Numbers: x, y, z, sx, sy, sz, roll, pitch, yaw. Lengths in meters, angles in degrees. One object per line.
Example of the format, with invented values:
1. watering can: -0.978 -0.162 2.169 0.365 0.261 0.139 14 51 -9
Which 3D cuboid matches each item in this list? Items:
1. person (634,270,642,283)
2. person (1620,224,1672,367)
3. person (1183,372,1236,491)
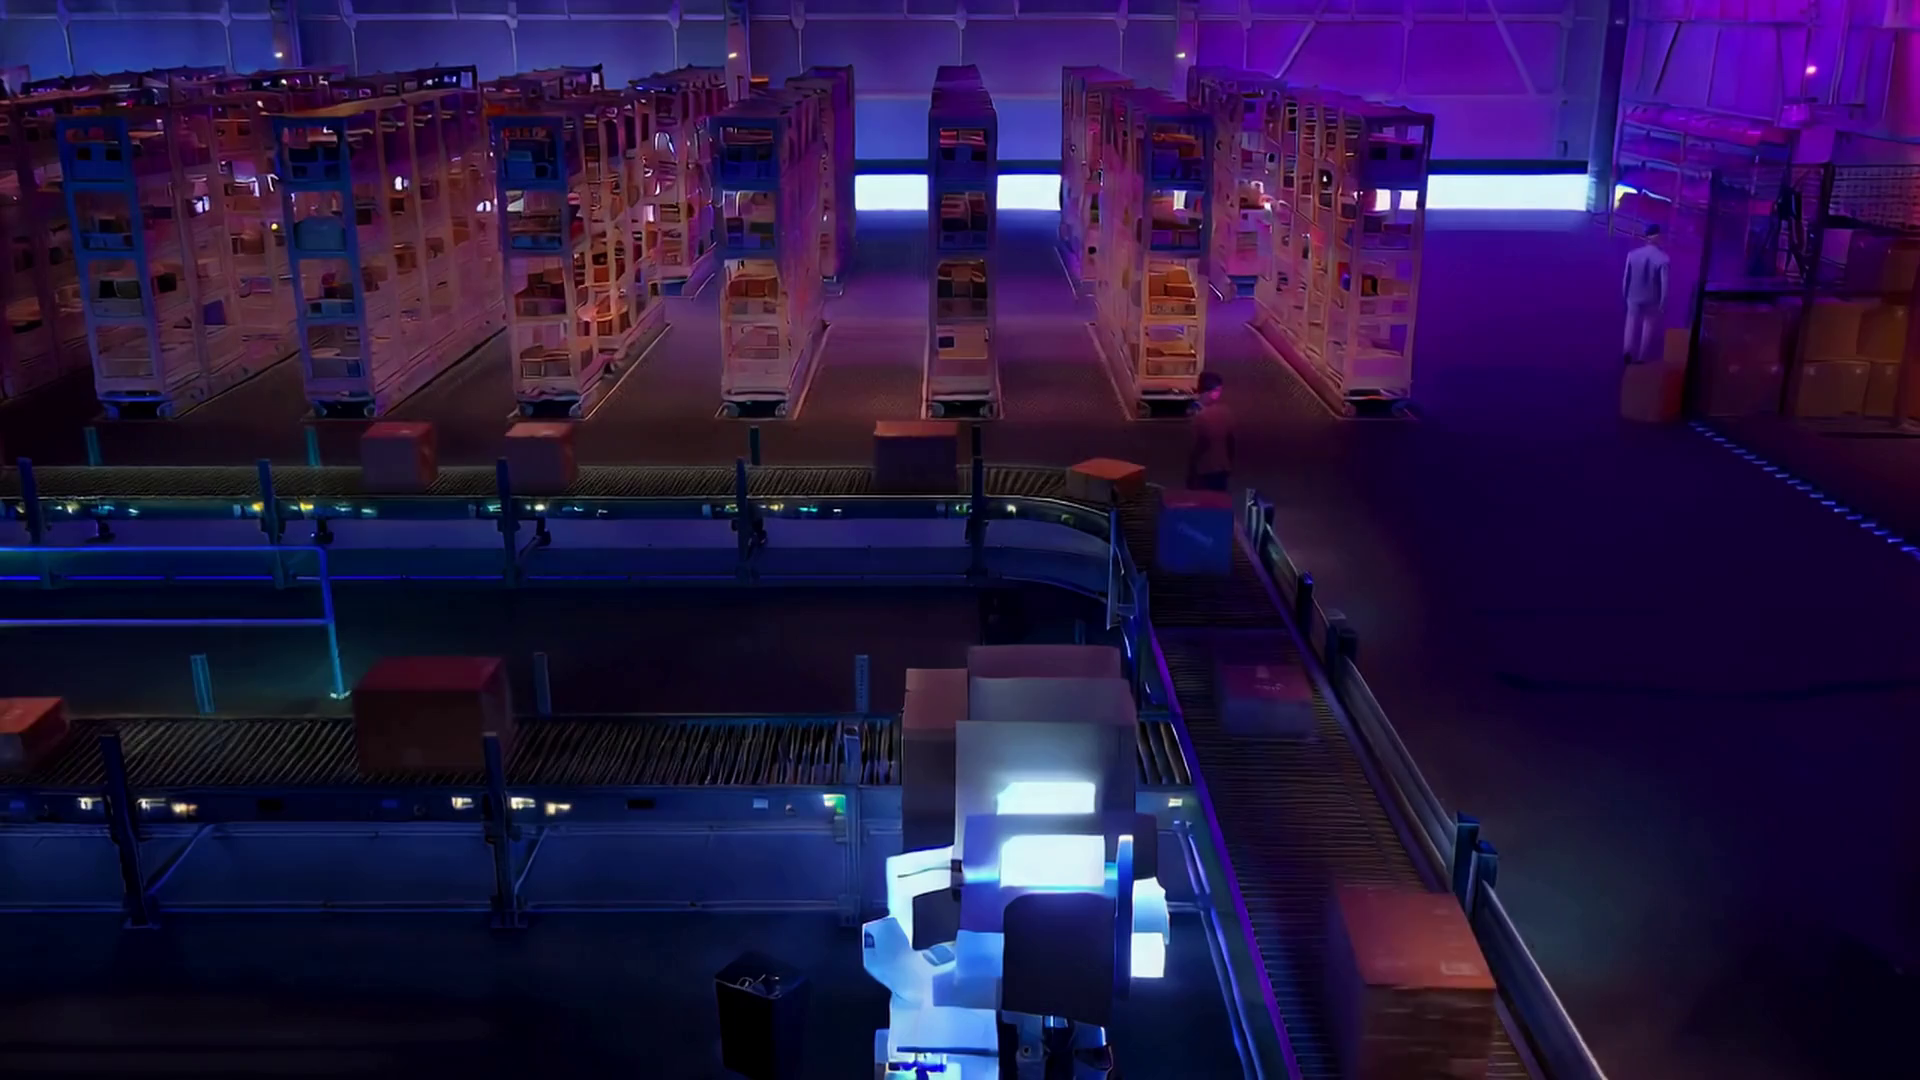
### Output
1. person: -5.513 -4.694 27.186 0.955 1.803 0.583 1 18 4
2. person: 9.313 -3.309 22.636 0.643 1.972 0.755 11 21 30
3. person: 2.227 -0.621 14.721 0.549 1.743 0.426 -11 21 -31
